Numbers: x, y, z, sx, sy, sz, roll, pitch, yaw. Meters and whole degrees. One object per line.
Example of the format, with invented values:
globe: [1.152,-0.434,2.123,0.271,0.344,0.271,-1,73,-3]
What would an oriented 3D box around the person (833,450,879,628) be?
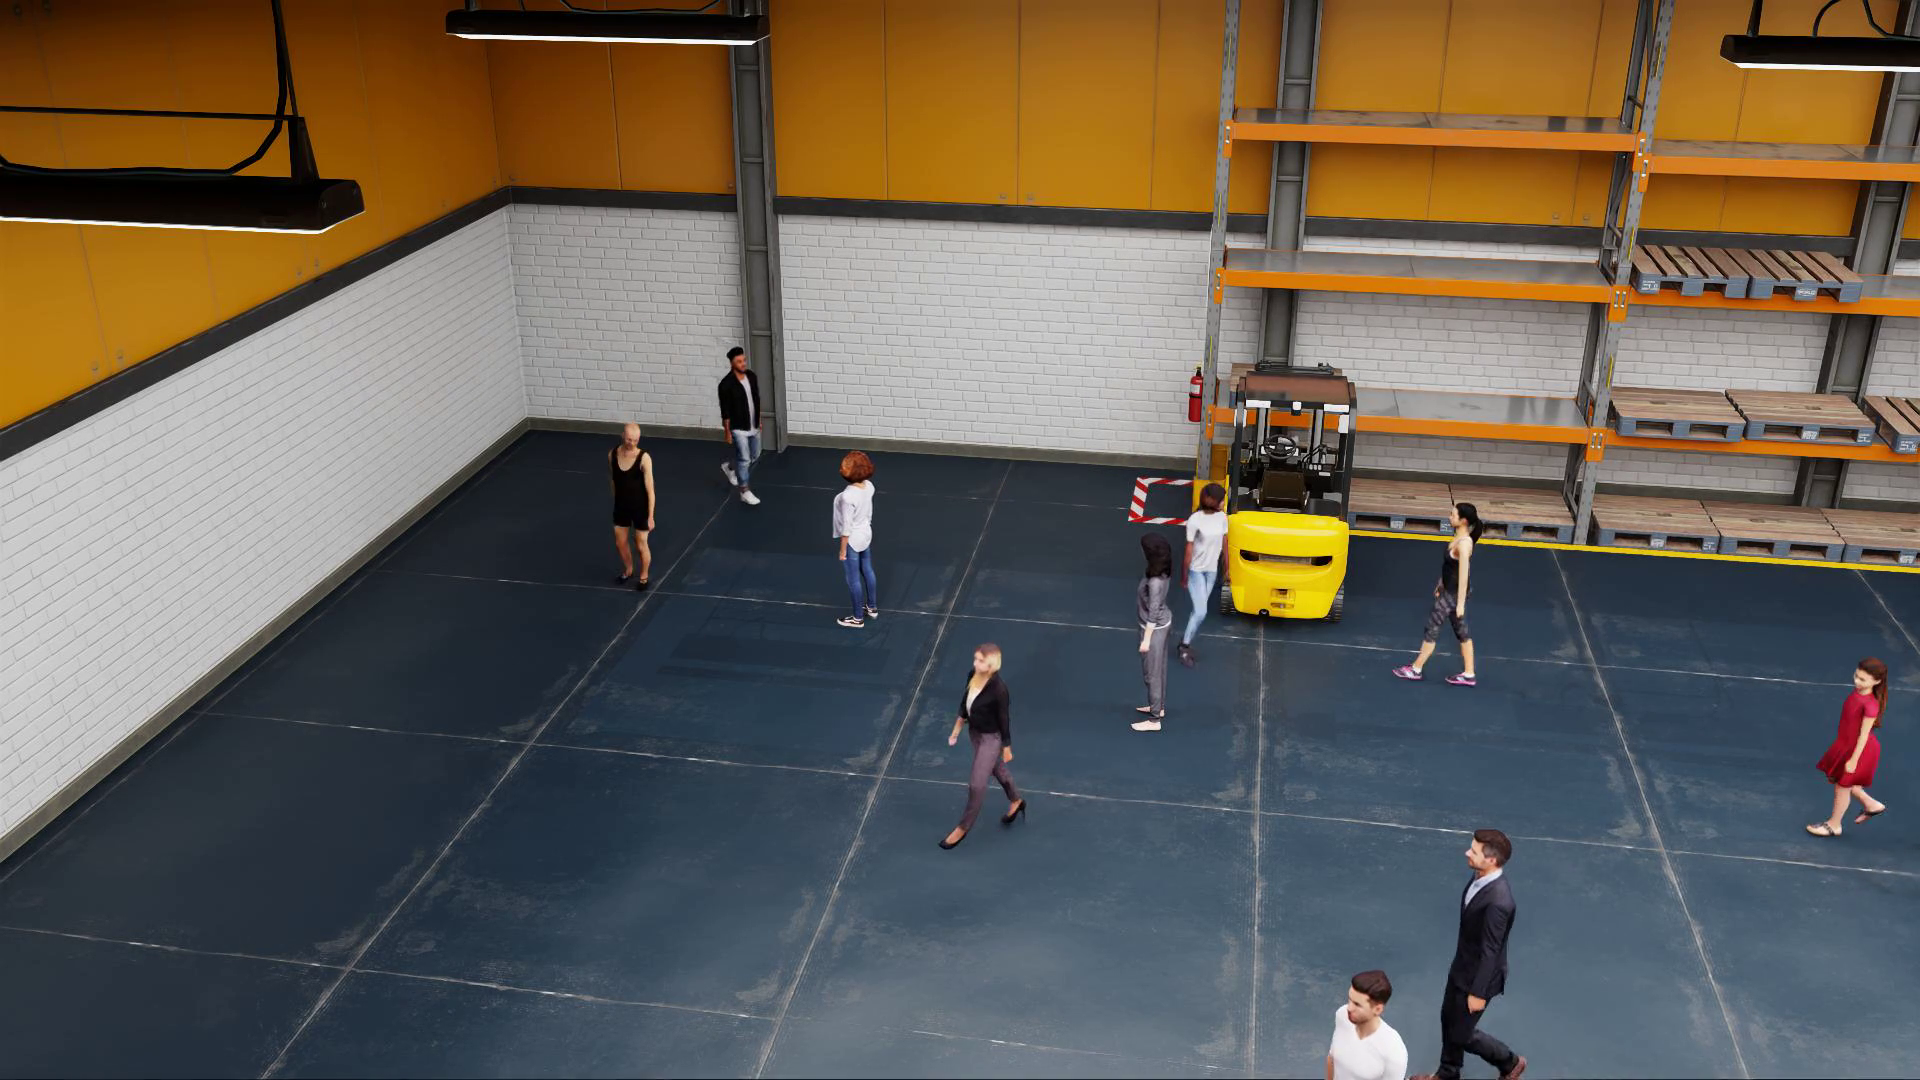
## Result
person: [-0.969,-0.024,15.700,0.721,1.711,0.731,13,27,27]

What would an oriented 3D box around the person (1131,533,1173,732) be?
person: [1.629,0.756,13.855,0.568,1.760,0.634,8,25,19]

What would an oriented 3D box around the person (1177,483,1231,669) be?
person: [2.144,0.271,15.042,0.787,1.699,0.851,-12,26,-25]

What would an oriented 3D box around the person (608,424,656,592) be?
person: [-3.201,-0.331,16.323,0.598,1.776,0.804,14,27,29]

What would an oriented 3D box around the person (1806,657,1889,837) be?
person: [6.703,1.559,12.306,0.779,1.531,0.537,5,24,10]

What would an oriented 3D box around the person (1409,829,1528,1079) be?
person: [3.088,2.518,9.707,0.907,1.855,0.728,1,24,2]

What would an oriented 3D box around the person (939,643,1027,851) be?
person: [0.275,1.491,12.344,1.123,1.624,1.019,-13,27,-27]

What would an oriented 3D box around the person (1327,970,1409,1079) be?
person: [2.137,2.986,8.654,0.851,1.840,0.797,-14,27,-29]

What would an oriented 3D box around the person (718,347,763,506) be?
person: [-2.481,-1.310,18.542,1.076,1.791,0.951,18,29,35]

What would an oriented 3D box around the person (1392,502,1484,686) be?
person: [4.417,0.500,14.508,0.961,1.706,0.645,6,24,13]
